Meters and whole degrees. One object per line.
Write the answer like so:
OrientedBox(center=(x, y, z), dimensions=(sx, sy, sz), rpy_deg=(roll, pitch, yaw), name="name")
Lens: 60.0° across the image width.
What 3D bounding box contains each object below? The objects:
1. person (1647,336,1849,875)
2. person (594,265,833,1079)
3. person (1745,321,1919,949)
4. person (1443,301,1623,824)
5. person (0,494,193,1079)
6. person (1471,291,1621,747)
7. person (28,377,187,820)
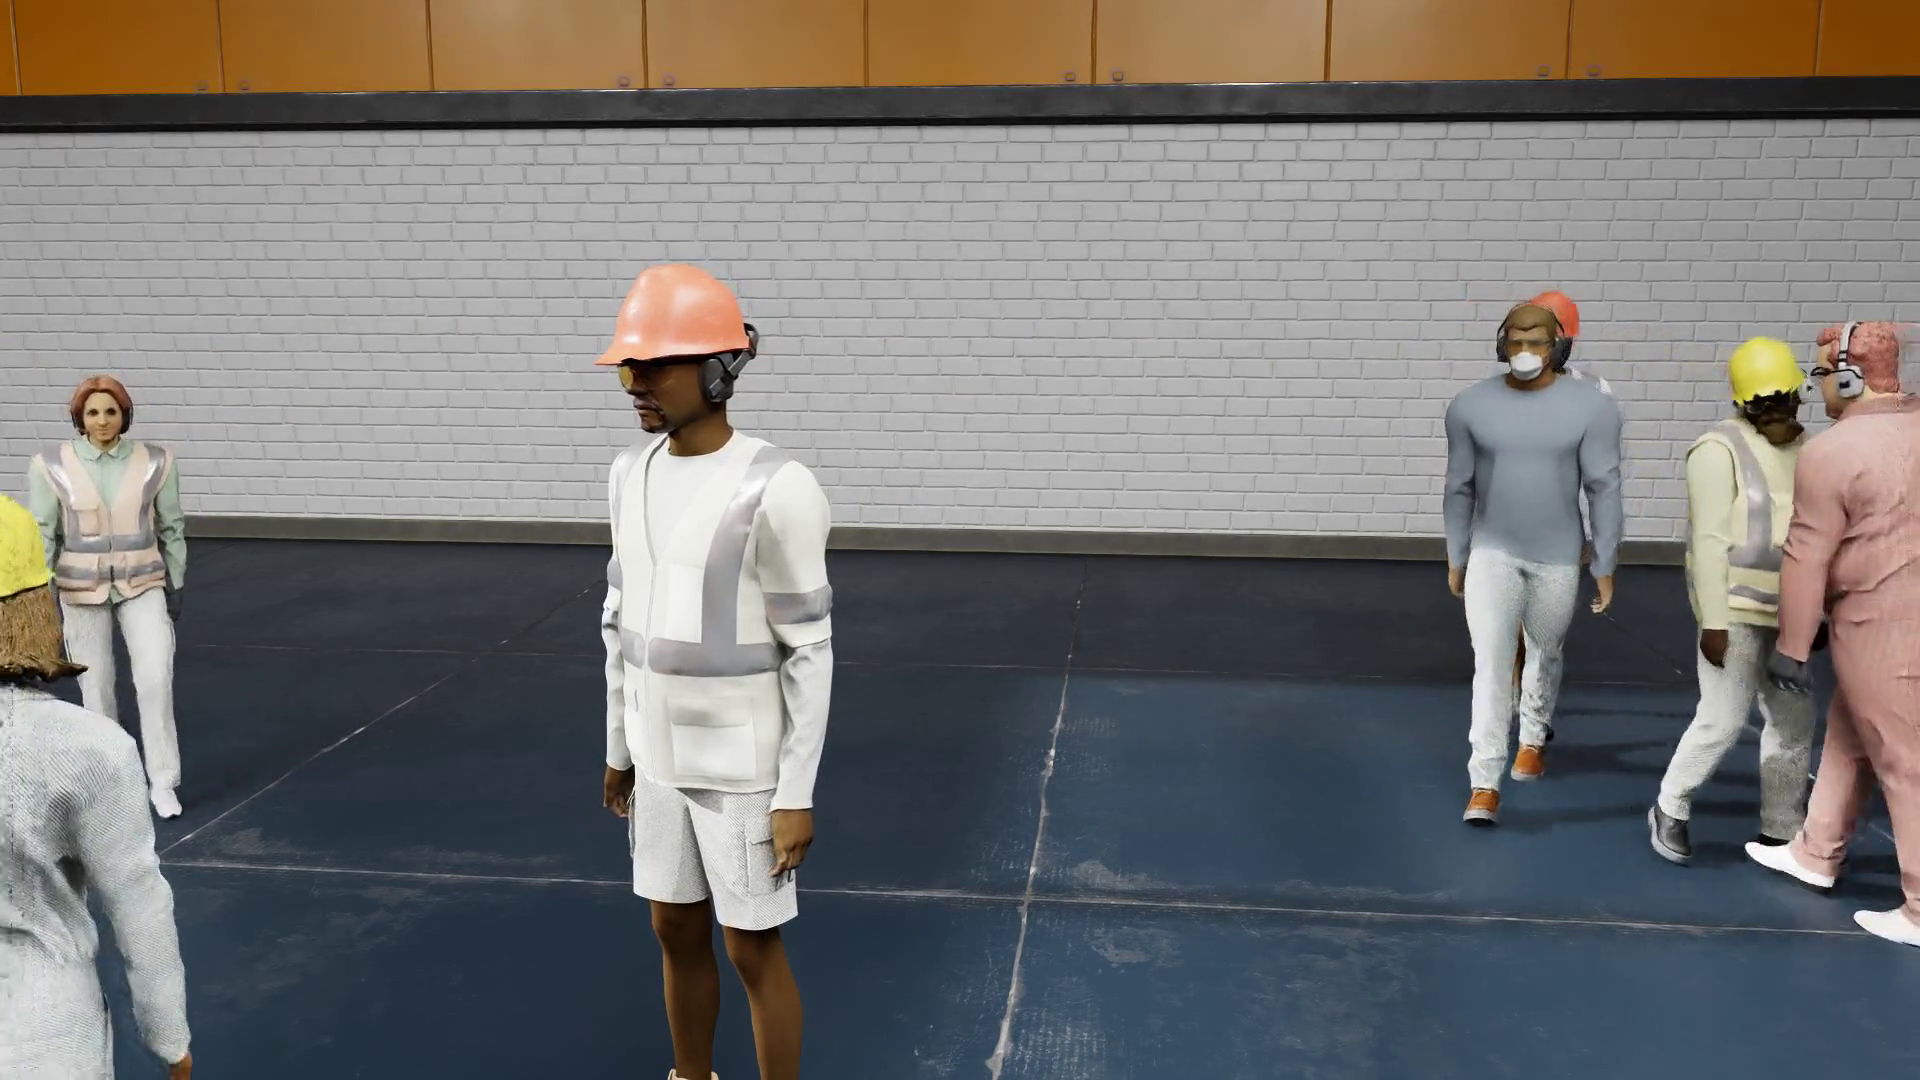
OrientedBox(center=(2.654, 0.221, 5.524), dimensions=(0.673, 1.800, 0.492), rpy_deg=(-6, 12, -30), name="person")
OrientedBox(center=(-0.553, 0.455, 3.501), dimensions=(0.616, 2.041, 0.378), rpy_deg=(8, 13, 38), name="person")
OrientedBox(center=(2.729, 0.271, 5.083), dimensions=(0.652, 1.856, 0.860), rpy_deg=(-6, 11, -30), name="person")
OrientedBox(center=(2.118, 0.061, 6.212), dimensions=(0.652, 1.889, 1.022), rpy_deg=(4, 11, 23), name="person")
OrientedBox(center=(-1.468, 0.770, 2.617), dimensions=(0.507, 1.720, 0.672), rpy_deg=(-1, 10, -6), name="person")
OrientedBox(center=(2.473, -0.083, 7.000), dimensions=(0.558, 1.889, 0.951), rpy_deg=(0, 10, 0), name="person")
OrientedBox(center=(-3.085, 0.224, 6.061), dimensions=(0.529, 1.615, 0.709), rpy_deg=(-5, 11, -29), name="person")
